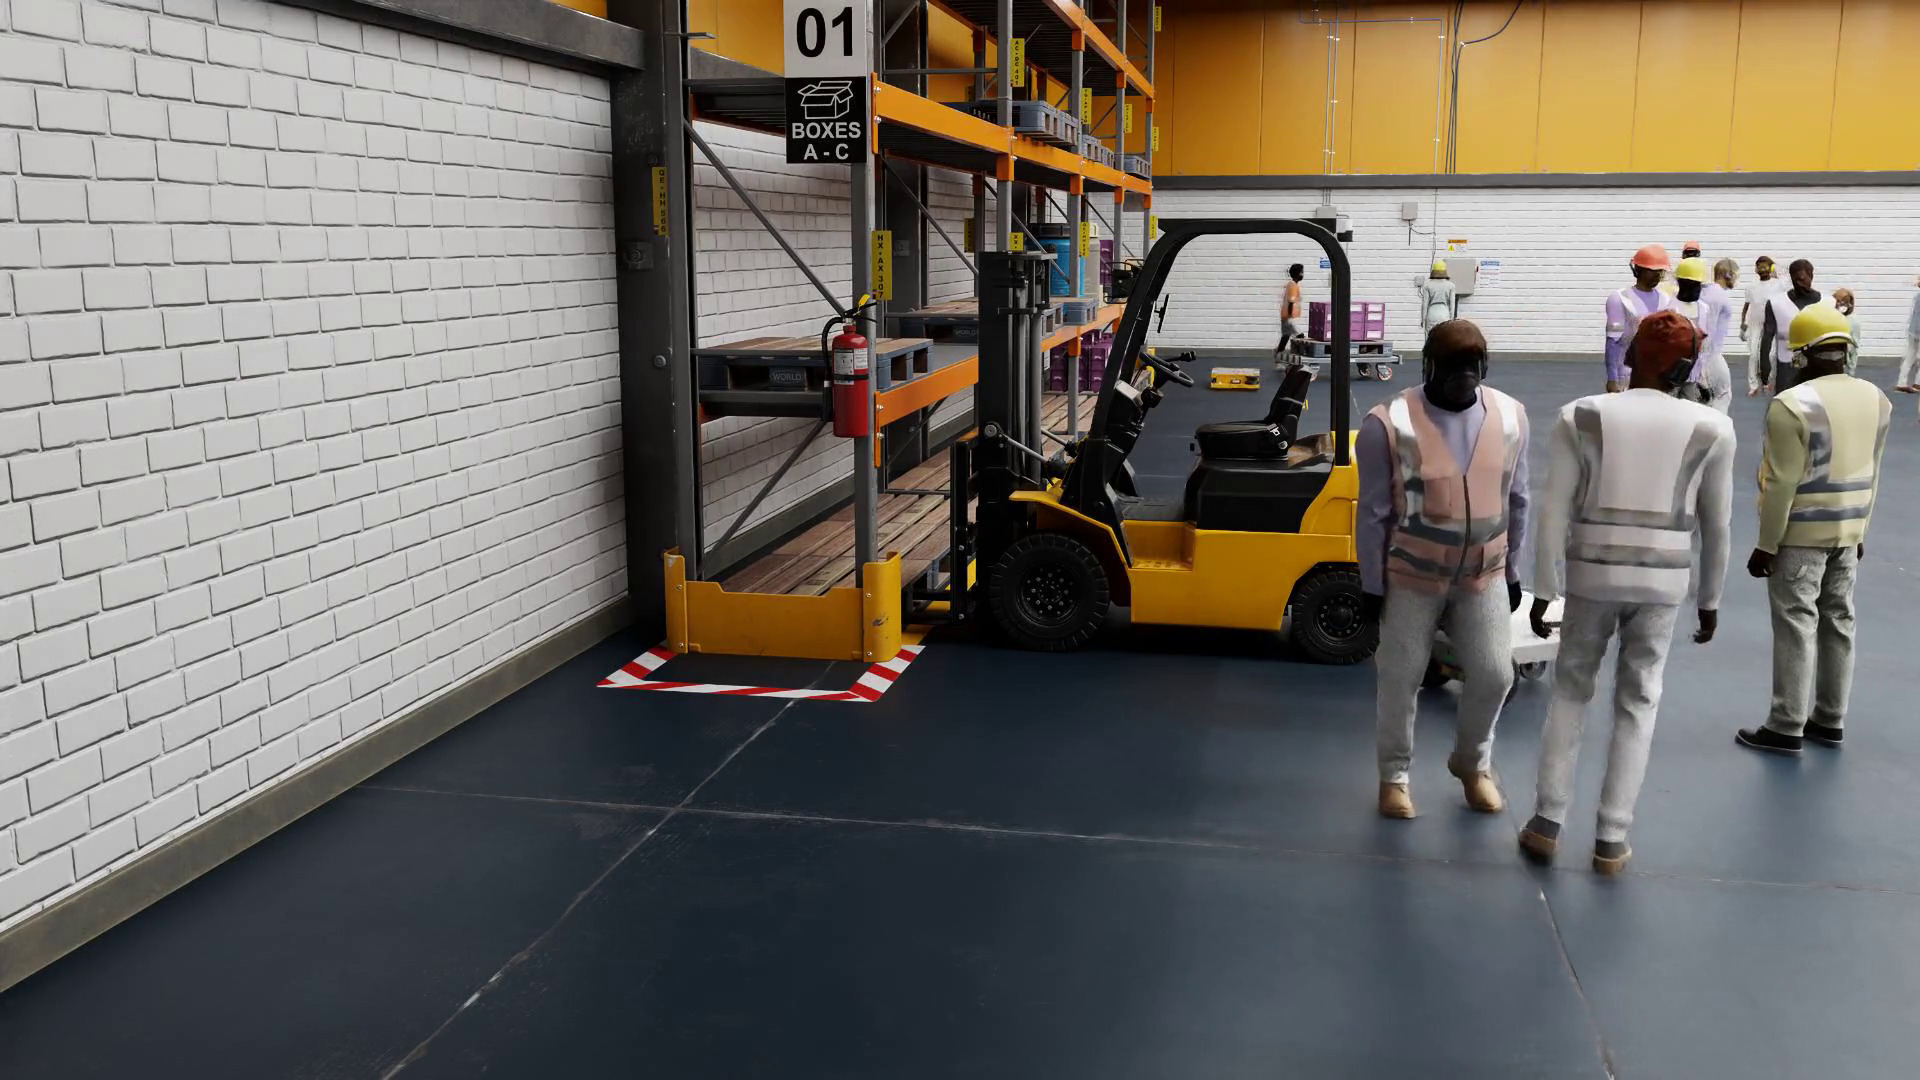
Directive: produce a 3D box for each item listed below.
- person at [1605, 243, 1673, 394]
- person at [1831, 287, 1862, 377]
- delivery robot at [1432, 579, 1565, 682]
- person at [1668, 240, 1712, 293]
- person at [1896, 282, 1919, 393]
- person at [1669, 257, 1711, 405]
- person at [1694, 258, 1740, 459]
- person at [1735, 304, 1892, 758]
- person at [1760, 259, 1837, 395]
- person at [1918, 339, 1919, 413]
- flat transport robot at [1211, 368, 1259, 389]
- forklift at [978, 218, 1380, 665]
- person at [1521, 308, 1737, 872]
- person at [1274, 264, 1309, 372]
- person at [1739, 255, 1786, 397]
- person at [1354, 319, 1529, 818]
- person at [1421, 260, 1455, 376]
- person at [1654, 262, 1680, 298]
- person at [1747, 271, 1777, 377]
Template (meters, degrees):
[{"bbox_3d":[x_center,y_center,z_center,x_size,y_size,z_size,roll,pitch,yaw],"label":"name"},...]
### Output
[{"bbox_3d":[5.412,-1.329,13.240,0.605,2.039,0.386,-4,11,-20],"label":"person"},{"bbox_3d":[8.655,-1.732,16.622,0.571,1.597,0.707,6,12,28],"label":"person"},{"bbox_3d":[2.490,0.393,7.589,0.707,0.478,0.477,-5,12,-22],"label":"delivery robot"},{"bbox_3d":[10.782,-3.408,24.651,0.605,2.034,0.387,3,11,18],"label":"person"},{"bbox_3d":[12.864,-2.752,22.196,0.550,1.612,0.512,4,11,20],"label":"person"},{"bbox_3d":[5.900,-1.335,13.598,0.623,1.923,0.395,-5,11,-23],"label":"person"},{"bbox_3d":[7.088,-1.699,15.686,0.733,1.888,0.637,2,10,9],"label":"person"},{"bbox_3d":[3.427,-0.032,6.718,0.591,1.824,0.404,-4,11,-23],"label":"person"},{"bbox_3d":[7.546,-1.568,14.992,0.633,1.872,0.489,2,10,8],"label":"person"},{"bbox_3d":[10.913,-2.062,18.475,0.510,1.593,0.833,10,14,42],"label":"person"},{"bbox_3d":[3.841,-2.260,23.187,0.652,0.197,1.431,2,11,10],"label":"flat transport robot"},{"bbox_3d":[1.285,-0.567,8.635,2.313,2.155,1.214,2,11,11],"label":"forklift"},{"bbox_3d":[2.229,0.168,5.526,0.599,1.854,0.481,4,11,20],"label":"person"},{"bbox_3d":[5.228,-3.422,25.683,0.735,1.666,0.554,1,10,7],"label":"person"},{"bbox_3d":[10.483,-2.783,21.727,0.551,1.850,0.435,8,13,36],"label":"person"},{"bbox_3d":[1.705,0.122,5.911,0.639,1.820,0.443,-1,10,-5],"label":"person"},{"bbox_3d":[7.151,-3.311,24.922,0.492,1.740,0.324,1,10,4],"label":"person"},{"bbox_3d":[8.032,-2.345,19.190,0.550,1.901,0.948,0,10,2],"label":"person"},{"bbox_3d":[11.988,-3.226,24.776,0.519,1.624,0.372,-6,12,-29],"label":"person"}]
